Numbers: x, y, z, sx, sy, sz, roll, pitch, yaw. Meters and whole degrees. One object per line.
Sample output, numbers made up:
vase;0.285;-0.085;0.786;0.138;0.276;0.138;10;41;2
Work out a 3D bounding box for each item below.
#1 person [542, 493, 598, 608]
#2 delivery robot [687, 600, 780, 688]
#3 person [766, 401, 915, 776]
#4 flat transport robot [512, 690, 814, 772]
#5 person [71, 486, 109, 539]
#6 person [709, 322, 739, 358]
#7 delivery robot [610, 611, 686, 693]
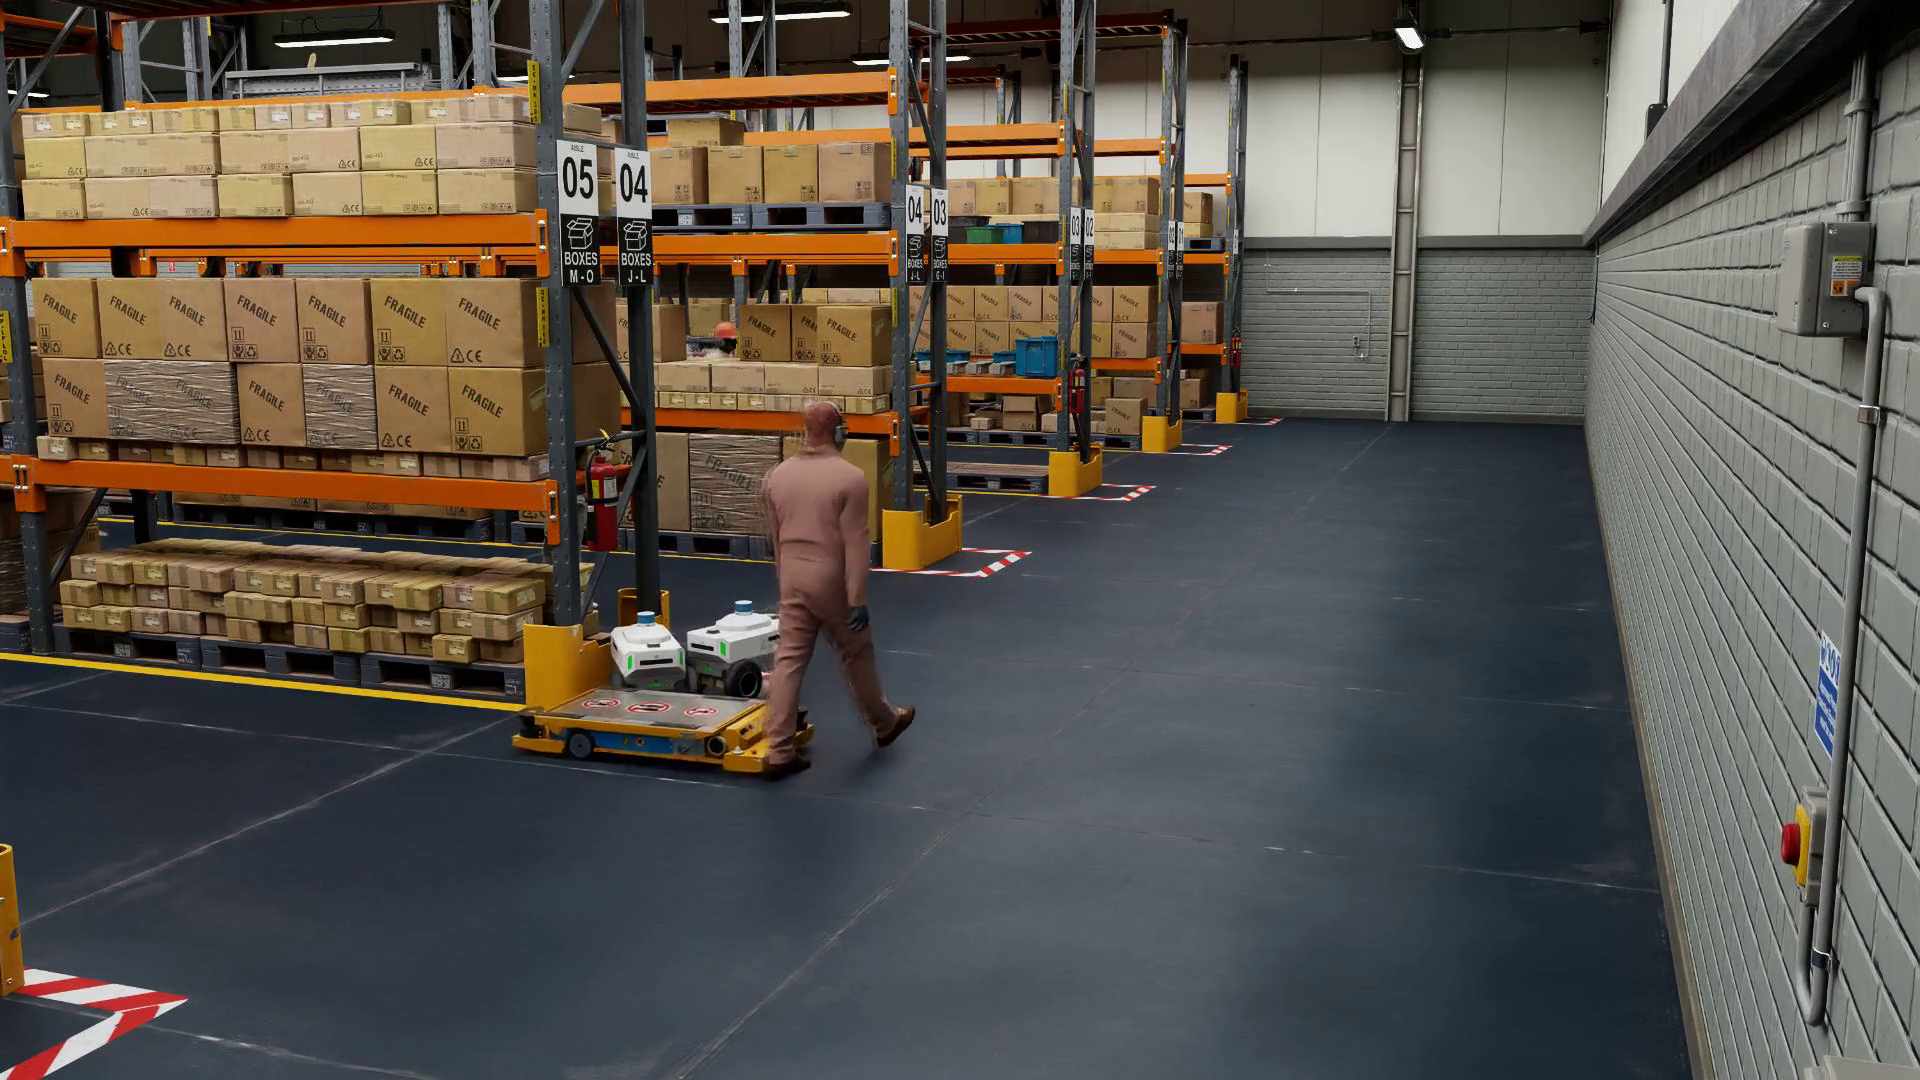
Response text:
person;-2.889;-0.325;12.276;0.296;1.745;0.484;5;10;27
delivery robot;-1.281;0.603;9.887;0.477;0.478;0.707;7;11;36
person;-0.645;0.225;8.464;0.667;1.852;1.018;6;11;33
flat transport robot;-1.554;0.977;8.732;1.431;0.197;0.652;3;10;18
person;-8.452;-0.854;15.806;0.793;1.665;0.532;4;10;21
person;-2.634;-1.425;18.428;0.485;1.980;0.617;3;10;18
delivery robot;-1.800;0.655;9.566;0.477;0.478;0.707;-3;10;-19
